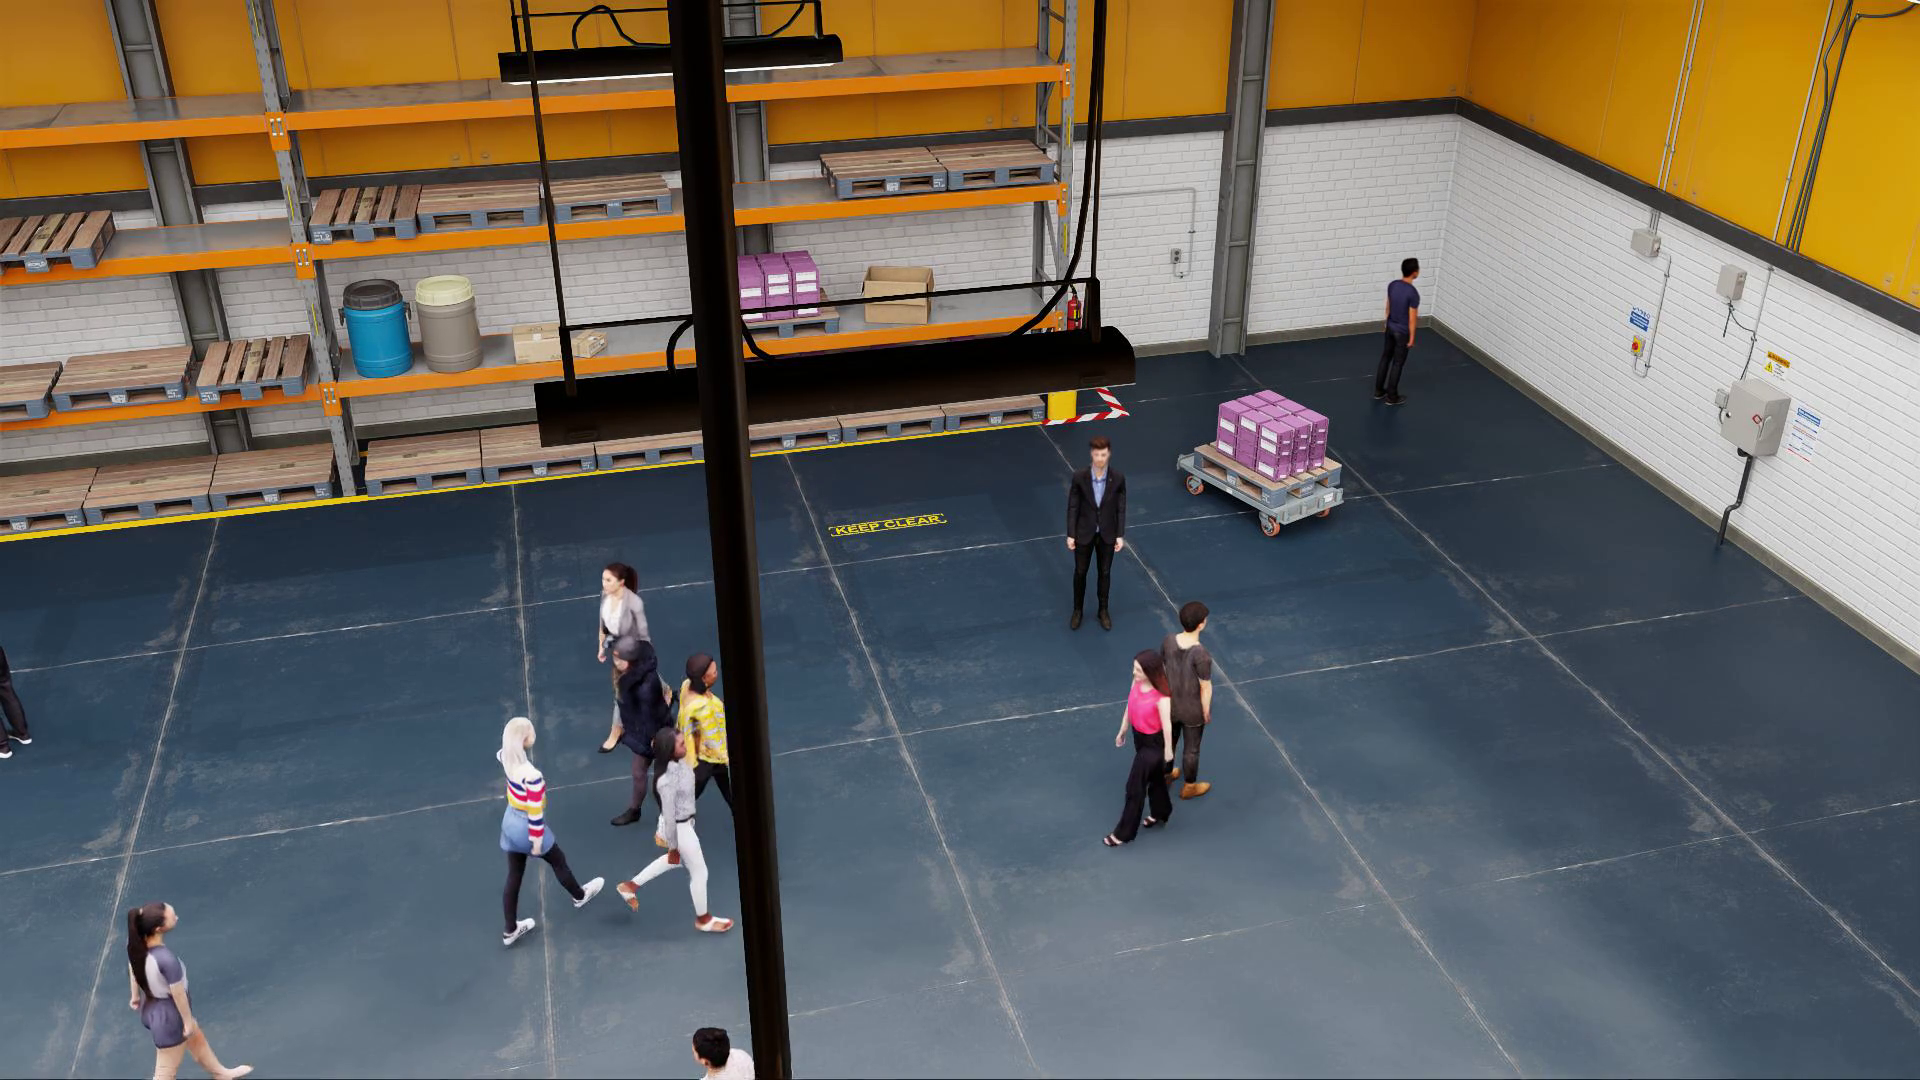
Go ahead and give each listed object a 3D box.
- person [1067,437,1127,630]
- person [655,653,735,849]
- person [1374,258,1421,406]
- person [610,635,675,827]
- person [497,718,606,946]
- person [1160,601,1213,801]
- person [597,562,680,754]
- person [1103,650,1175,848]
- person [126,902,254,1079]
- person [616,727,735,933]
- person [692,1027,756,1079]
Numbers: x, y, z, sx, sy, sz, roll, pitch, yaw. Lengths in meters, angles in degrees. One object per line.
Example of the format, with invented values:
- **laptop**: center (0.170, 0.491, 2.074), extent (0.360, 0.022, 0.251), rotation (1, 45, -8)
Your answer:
- **person**: center (1.233, -0.082, 15.161), extent (0.642, 1.896, 0.810), rotation (0, 29, 0)
- **person**: center (-2.004, 1.618, 12.350), extent (1.073, 1.604, 0.711), rotation (-8, 30, -15)
- **person**: center (5.177, -2.471, 19.651), extent (0.633, 1.790, 0.686), rotation (-17, 33, -29)
- **person**: center (-2.324, 1.406, 12.713), extent (1.016, 1.628, 0.846), rotation (-11, 30, -18)
- **person**: center (-3.060, 2.029, 11.425), extent (1.013, 1.768, 1.162), rotation (22, 35, 34)
- **person**: center (1.746, 1.240, 12.923), extent (0.715, 1.717, 0.708), rotation (-25, 37, -38)
- **person**: center (-2.648, 0.888, 13.660), extent (0.989, 1.629, 1.201), rotation (25, 37, 38)
- **person**: center (1.491, 1.514, 12.507), extent (0.897, 1.636, 0.622), rotation (-10, 30, -18)
- **person**: center (-4.845, 2.916, 9.973), extent (0.999, 1.600, 1.151), rotation (19, 34, 30)
- **person**: center (-2.032, 2.016, 11.519), extent (1.105, 1.700, 0.774), rotation (0, 29, 0)
- **person**: center (-1.182, 3.336, 9.067), extent (0.930, 1.730, 0.867), rotation (9, 30, 16)
